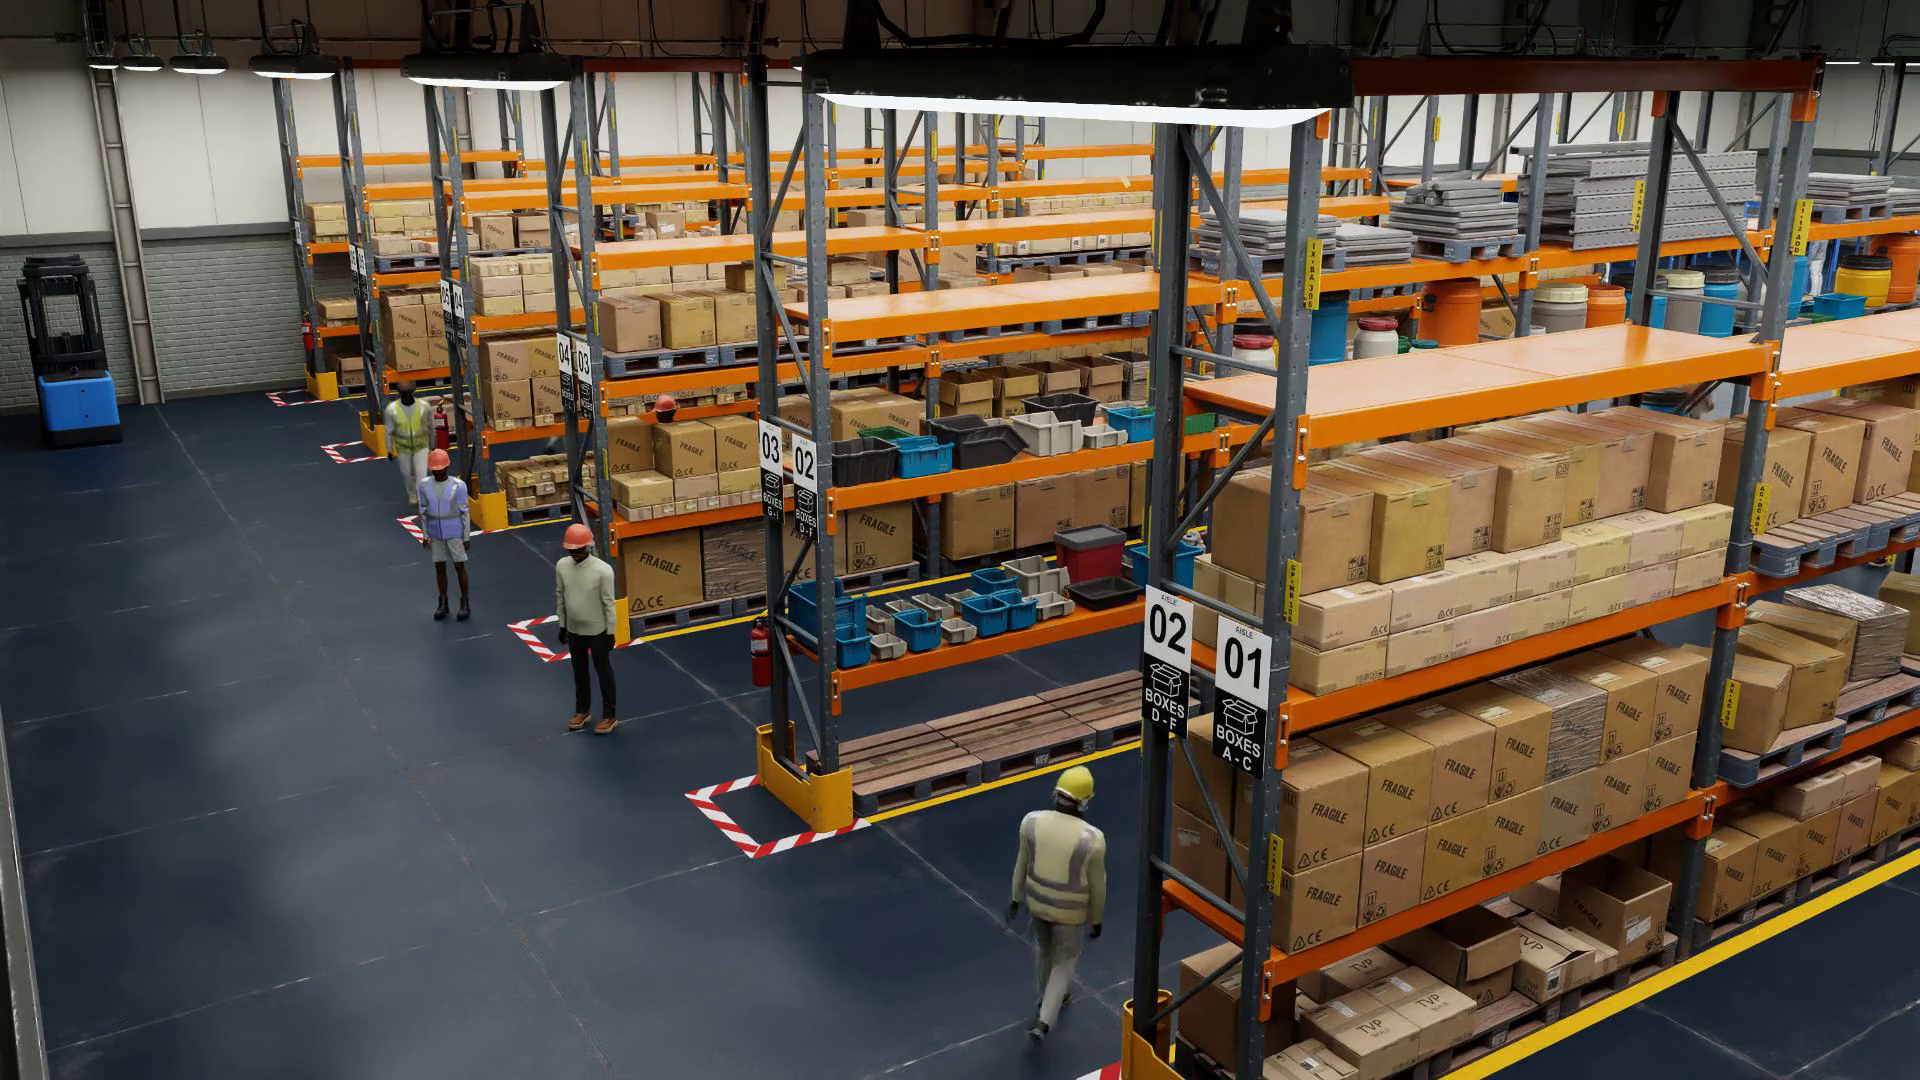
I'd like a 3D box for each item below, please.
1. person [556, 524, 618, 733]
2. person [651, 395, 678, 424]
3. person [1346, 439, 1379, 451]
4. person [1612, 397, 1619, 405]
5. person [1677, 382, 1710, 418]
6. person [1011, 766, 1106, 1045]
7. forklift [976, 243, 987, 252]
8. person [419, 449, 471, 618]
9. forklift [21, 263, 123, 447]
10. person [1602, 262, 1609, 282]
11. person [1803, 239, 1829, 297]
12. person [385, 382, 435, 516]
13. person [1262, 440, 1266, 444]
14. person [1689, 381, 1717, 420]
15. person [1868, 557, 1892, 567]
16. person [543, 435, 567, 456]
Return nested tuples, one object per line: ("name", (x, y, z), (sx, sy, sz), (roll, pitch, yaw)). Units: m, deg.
("person", (-3.419, 0.797, 14.440), (0.618, 1.986, 0.406), (7, 18, 22))
("person", (-3.592, -0.787, 19.535), (0.388, 2.041, 0.615), (-14, 22, -39))
("person", (5.114, -0.955, 20.306), (0.783, 1.917, 0.635), (-3, 17, -11))
("person", (12.064, -3.266, 27.896), (0.576, 1.897, 0.943), (-14, 22, -38))
("person", (11.169, -2.118, 24.061), (0.635, 1.939, 0.986), (-8, 19, -23))
("person", (0.581, 2.295, 9.863), (0.648, 1.793, 0.708), (10, 20, 30))
("forklift", (0.988, -5.474, 34.718), (1.214, 2.155, 2.313), (-10, 20, -31))
("person", (-5.664, -0.070, 17.383), (0.545, 1.929, 0.389), (1, 17, 3))
("forklift", (-14.518, -3.079, 25.708), (1.129, 2.768, 1.873), (-10, 20, -31))
("person", (17.879, -8.081, 43.765), (0.510, 1.863, 0.324), (-9, 19, -27))
("person", (22.196, -7.231, 40.859), (0.629, 1.934, 0.367), (-14, 22, -39))
("person", (-7.507, -1.292, 21.593), (0.642, 1.812, 0.887), (-6, 18, -18))
("person", (4.688, -2.286, 24.861), (0.632, 1.807, 0.946), (14, 22, 39))
("person", (11.490, -2.253, 24.549), (0.549, 1.915, 0.583), (-10, 20, -30))
("person", (11.295, -0.660, 19.245), (0.362, 1.963, 0.614), (-3, 17, -9))
("person", (-6.061, -2.029, 23.975), (0.610, 1.822, 0.480), (15, 23, 41))
